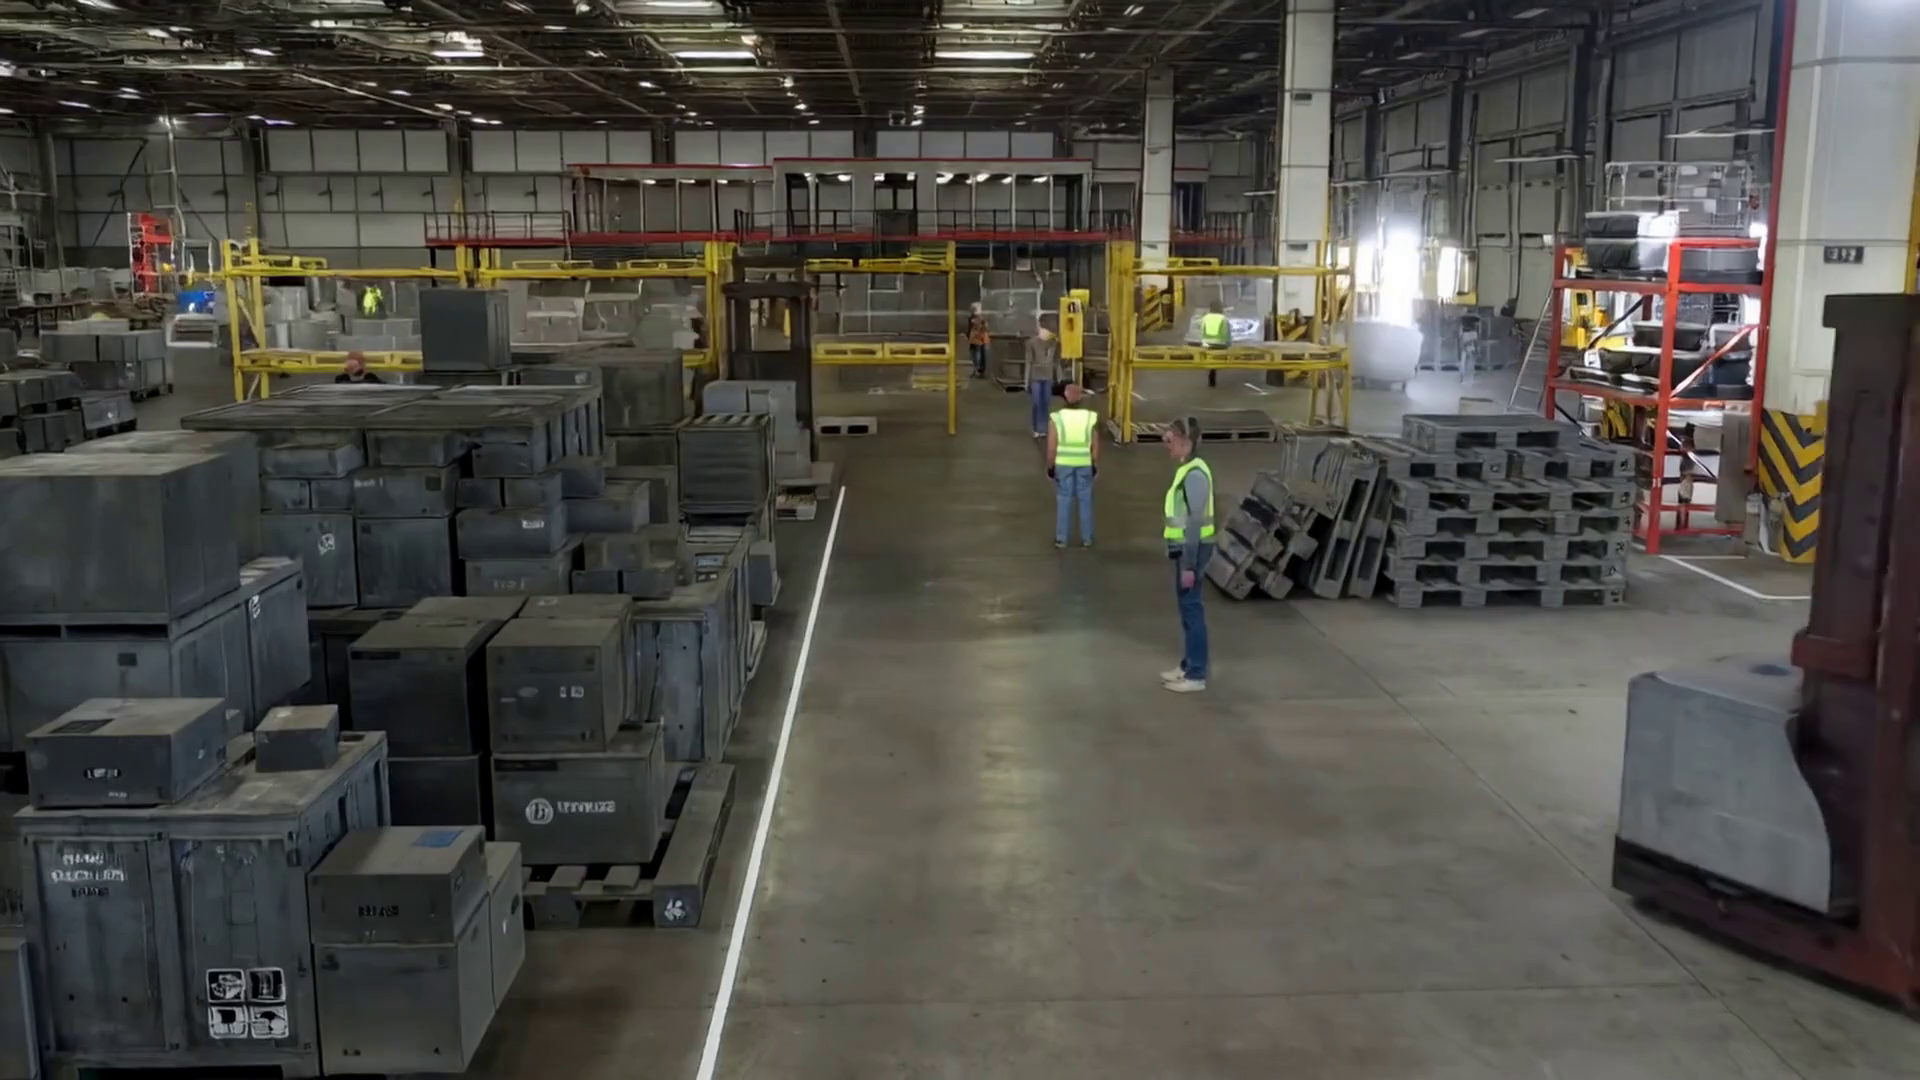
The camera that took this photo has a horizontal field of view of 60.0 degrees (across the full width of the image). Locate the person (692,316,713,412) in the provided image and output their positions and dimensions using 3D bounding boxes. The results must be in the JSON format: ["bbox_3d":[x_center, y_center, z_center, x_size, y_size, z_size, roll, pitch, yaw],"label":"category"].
[{"bbox_3d":[-4.168,-2.771,27.381,0.655,1.824,0.514,-8,13,-38],"label":"person"}]

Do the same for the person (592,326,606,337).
[{"bbox_3d":[-4.867,-1.930,22.459,0.597,1.906,0.414,-1,10,-8],"label":"person"}]

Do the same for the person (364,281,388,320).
[{"bbox_3d":[-15.220,-5.769,43.460,0.536,2.000,0.688,2,10,9],"label":"person"}]

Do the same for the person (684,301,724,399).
[{"bbox_3d":[-4.930,-3.668,32.199,1.012,1.889,0.649,-4,11,-23],"label":"person"}]

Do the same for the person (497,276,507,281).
[{"bbox_3d":[-20.154,-11.000,73.079,0.585,1.874,0.382,-5,11,-27],"label":"person"}]

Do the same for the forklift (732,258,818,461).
[{"bbox_3d":[-2.454,-2.277,21.663,1.129,2.768,1.873,0,10,-2],"label":"forklift"}]

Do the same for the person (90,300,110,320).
[{"bbox_3d":[-19.326,-4.515,37.366,0.903,1.720,0.548,5,12,28],"label":"person"}]

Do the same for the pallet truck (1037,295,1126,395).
[{"bbox_3d":[2.483,-3.881,33.060,1.885,1.965,0.823,-7,13,-36],"label":"pallet truck"}]

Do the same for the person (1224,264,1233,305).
[{"bbox_3d":[12.656,-12.011,78.357,0.395,1.992,0.622,-2,10,-12],"label":"person"}]

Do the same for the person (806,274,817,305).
[{"bbox_3d":[-5.285,-8.395,58.383,0.547,1.934,0.376,-5,11,-24],"label":"person"}]

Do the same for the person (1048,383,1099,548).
[{"bbox_3d":[1.123,-0.729,16.501,0.522,1.640,0.306,-2,10,-9],"label":"person"}]

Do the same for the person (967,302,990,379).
[{"bbox_3d":[0.394,-4.411,36.843,0.539,1.698,0.319,5,11,24],"label":"person"}]

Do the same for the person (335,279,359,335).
[{"bbox_3d":[-17.808,-6.596,48.305,0.629,1.998,0.658,-7,12,-33],"label":"person"}]

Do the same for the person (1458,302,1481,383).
[{"bbox_3d":[10.957,-4.242,35.779,0.484,1.745,0.297,4,11,22],"label":"person"}]

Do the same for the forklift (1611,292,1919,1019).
[{"bbox_3d":[3.897,0.368,6.933,1.129,2.768,1.873,-6,12,-30],"label":"forklift"}]

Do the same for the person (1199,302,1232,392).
[{"bbox_3d":[5.259,-3.942,33.946,0.653,1.794,0.961,6,12,32],"label":"person"}]

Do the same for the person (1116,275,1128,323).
[{"bbox_3d":[6.041,-8.781,60.819,0.645,1.820,0.689,8,13,39],"label":"person"}]

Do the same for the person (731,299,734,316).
[{"bbox_3d":[-4.835,-4.371,36.190,0.329,1.861,0.504,6,12,30],"label":"person"}]

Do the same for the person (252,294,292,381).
[{"bbox_3d":[-15.192,-4.460,36.610,0.984,1.879,0.556,-8,13,-39],"label":"person"}]

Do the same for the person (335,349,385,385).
[{"bbox_3d":[-6.189,-1.008,17.221,0.635,1.937,0.352,3,11,15],"label":"person"}]

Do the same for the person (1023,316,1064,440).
[{"bbox_3d":[1.300,-2.476,25.503,0.607,1.896,0.735,-2,10,-9],"label":"person"}]

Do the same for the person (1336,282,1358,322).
[{"bbox_3d":[10.581,-6.108,45.660,0.638,1.922,0.786,5,11,27],"label":"person"}]

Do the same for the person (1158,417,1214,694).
[{"bbox_3d":[1.535,0.104,11.215,0.351,1.878,0.568,1,10,6],"label":"person"}]
